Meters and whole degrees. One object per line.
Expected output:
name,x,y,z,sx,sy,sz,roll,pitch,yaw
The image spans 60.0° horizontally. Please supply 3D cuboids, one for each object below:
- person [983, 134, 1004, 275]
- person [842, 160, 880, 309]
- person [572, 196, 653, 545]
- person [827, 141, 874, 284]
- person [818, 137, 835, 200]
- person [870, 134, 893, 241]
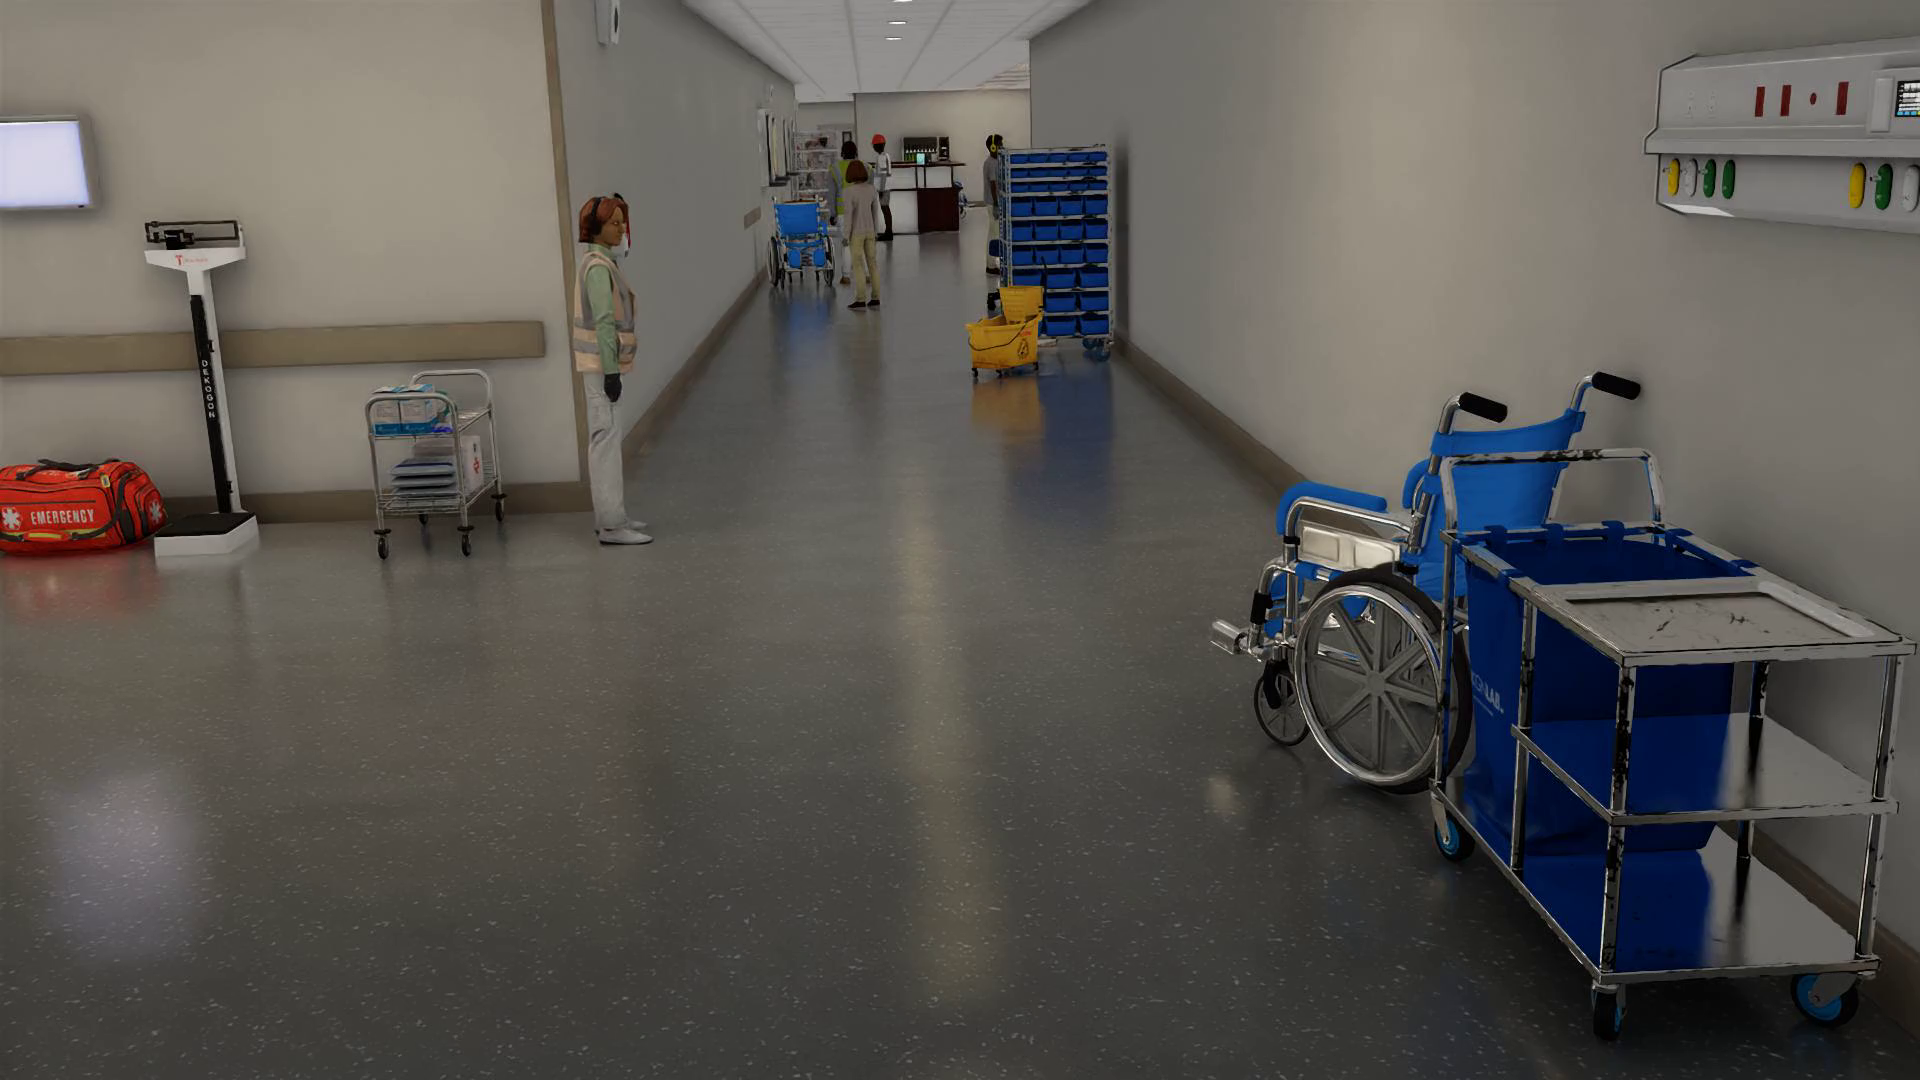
person,0.481,-4.528,22.495,0.315,1.870,0.533,-2,14,-3
person,-1.109,-3.398,18.534,0.271,1.631,0.507,12,19,43
person,-1.672,-0.800,7.913,0.315,1.636,0.514,-5,14,-12
person,-1.408,-4.264,21.693,0.625,1.843,0.430,-5,14,-12
person,-3.500,-9.478,43.174,0.698,1.942,0.600,-14,18,-41
person,-1.444,-6.492,30.660,0.377,1.932,0.552,0,14,5
